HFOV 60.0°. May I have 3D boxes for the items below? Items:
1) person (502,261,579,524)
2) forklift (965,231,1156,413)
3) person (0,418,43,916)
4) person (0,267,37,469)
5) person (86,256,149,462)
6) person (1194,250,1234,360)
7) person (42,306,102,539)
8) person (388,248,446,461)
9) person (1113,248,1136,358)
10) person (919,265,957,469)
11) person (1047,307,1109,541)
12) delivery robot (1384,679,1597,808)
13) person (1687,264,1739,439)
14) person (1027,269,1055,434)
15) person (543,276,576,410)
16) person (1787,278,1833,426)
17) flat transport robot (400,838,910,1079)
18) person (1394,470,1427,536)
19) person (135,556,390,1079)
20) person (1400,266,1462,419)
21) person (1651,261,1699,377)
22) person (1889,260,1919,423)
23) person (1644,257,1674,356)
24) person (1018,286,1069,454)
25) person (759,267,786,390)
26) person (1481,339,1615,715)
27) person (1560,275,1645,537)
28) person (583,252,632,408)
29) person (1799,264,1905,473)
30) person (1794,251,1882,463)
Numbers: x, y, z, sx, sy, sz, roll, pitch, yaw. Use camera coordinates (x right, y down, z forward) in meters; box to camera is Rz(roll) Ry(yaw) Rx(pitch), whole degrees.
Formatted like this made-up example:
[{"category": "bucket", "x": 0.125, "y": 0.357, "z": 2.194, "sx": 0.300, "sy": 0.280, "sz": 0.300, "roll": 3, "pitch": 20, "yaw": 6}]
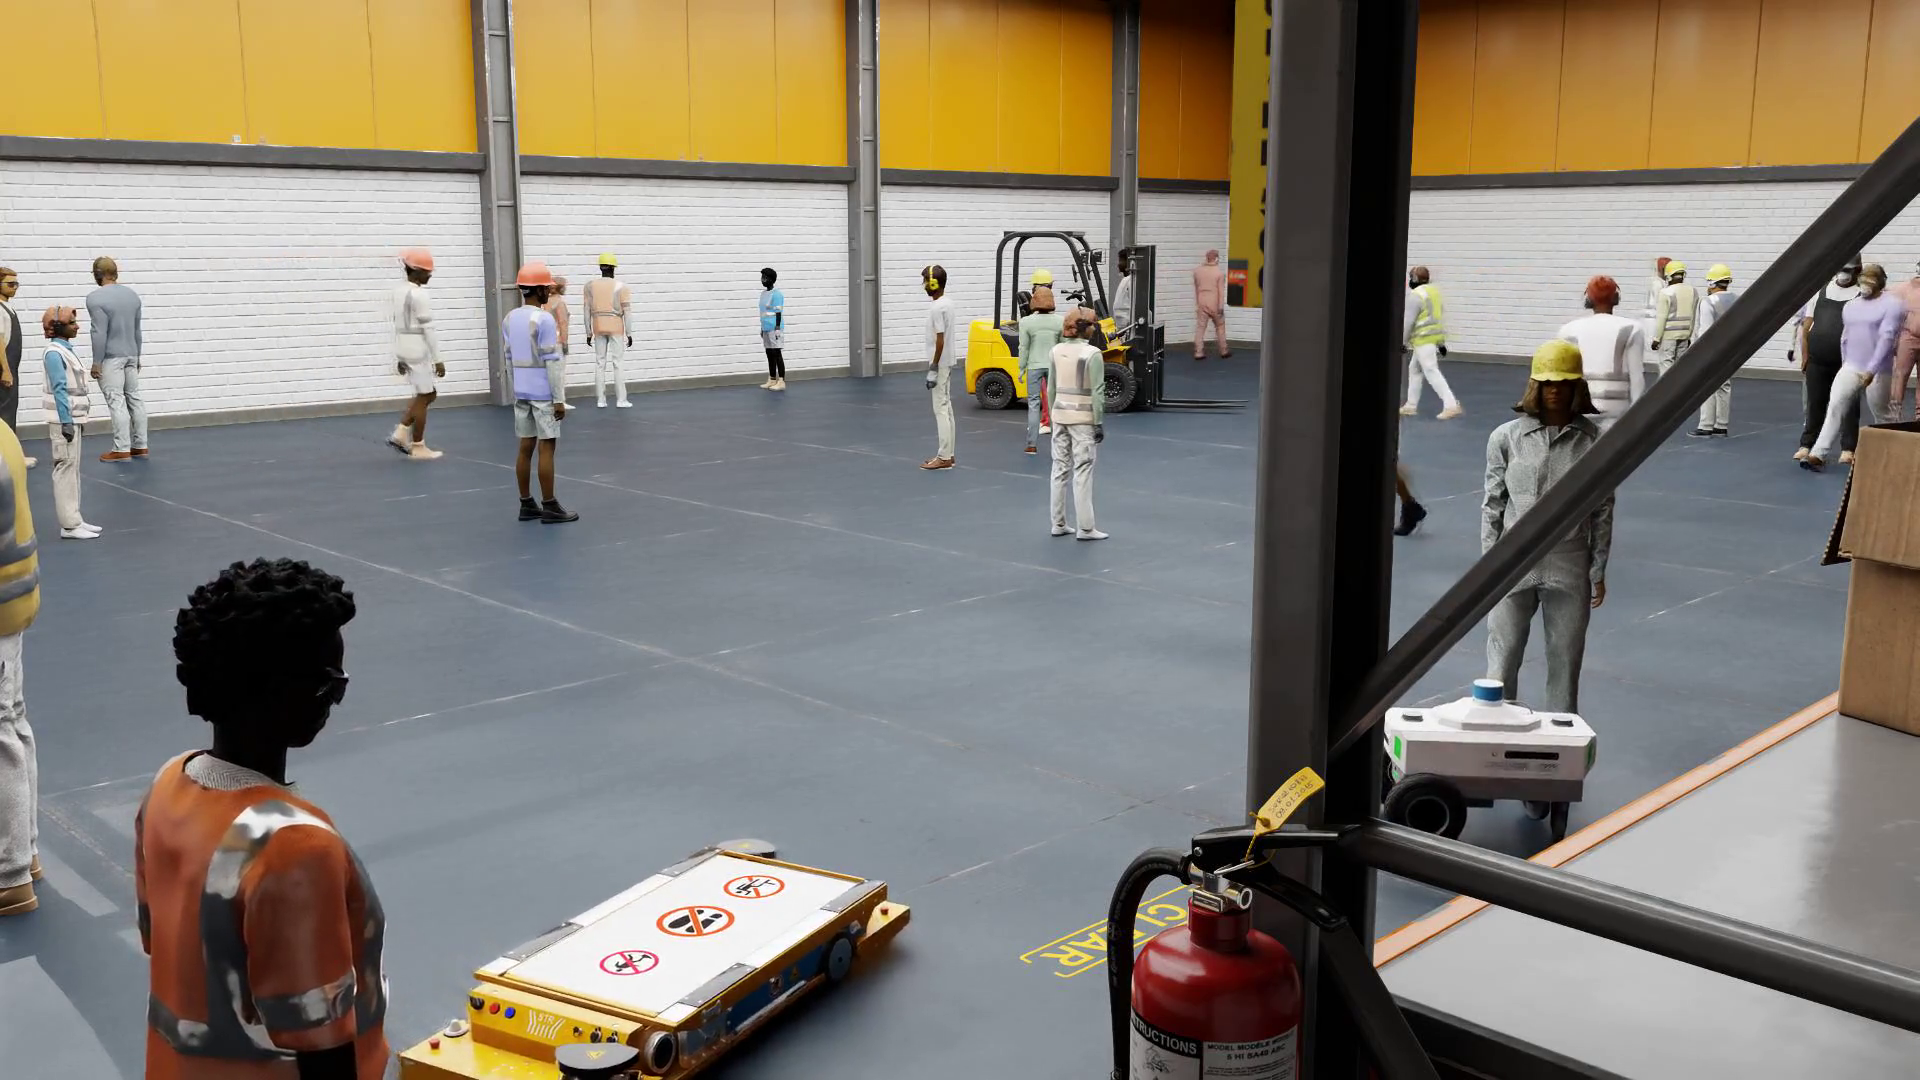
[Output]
[{"category": "person", "x": -3.129, "y": -1.089, "z": 12.360, "sx": 0.543, "sy": 1.939, "sz": 0.360, "roll": 8, "pitch": 13, "yaw": 36}, {"category": "forklift", "x": 1.222, "y": -2.721, "z": 20.561, "sx": 2.313, "sy": 2.155, "sz": 1.214, "roll": 2, "pitch": 11, "yaw": 13}, {"category": "person", "x": -3.123, "y": 0.268, "z": 5.220, "sx": 0.429, "sy": 1.845, "sz": 0.631, "roll": -4, "pitch": 11, "yaw": -22}, {"category": "person", "x": -8.739, "y": -1.573, "z": 15.259, "sx": 0.325, "sy": 1.841, "sz": 0.517, "roll": -5, "pitch": 11, "yaw": -23}, {"category": "person", "x": -7.973, "y": -1.705, "z": 15.724, "sx": 0.352, "sy": 1.936, "sz": 0.635, "roll": 2, "pitch": 11, "yaw": 12}, {"category": "person", "x": 4.385, "y": -4.053, "z": 28.728, "sx": 0.647, "sy": 1.870, "sz": 0.925, "roll": 8, "pitch": 13, "yaw": 38}, {"category": "person", "x": -6.299, "y": -0.828, "z": 11.748, "sx": 0.310, "sy": 1.642, "sz": 0.514, "roll": -4, "pitch": 11, "yaw": -21}, {"category": "person", "x": -5.112, "y": -1.745, "z": 15.729, "sx": 0.457, "sy": 2.018, "sz": 0.602, "roll": -8, "pitch": 13, "yaw": -36}, {"category": "person", "x": 2.181, "y": -2.828, "z": 21.766, "sx": 0.367, "sy": 1.966, "sz": 0.606, "roll": -1, "pitch": 10, "yaw": -8}, {"category": "person", "x": -0.204, "y": -1.572, "z": 15.200, "sx": 0.328, "sy": 1.865, "sz": 0.520, "roll": 2, "pitch": 11, "yaw": 11}, {"category": "person", "x": 0.812, "y": -0.814, "z": 11.685, "sx": 0.315, "sy": 1.636, "sz": 0.515, "roll": -9, "pitch": 14, "yaw": -40}, {"category": "delivery robot", "x": 1.869, "y": 0.739, "z": 5.911, "sx": 0.707, "sy": 0.478, "sz": 0.477, "roll": 1, "pitch": 11, "yaw": 6}, {"category": "person", "x": 7.948, "y": -1.984, "z": 17.531, "sx": 0.600, "sy": 1.829, "sz": 0.404, "roll": -6, "pitch": 12, "yaw": -28}, {"category": "person", "x": 0.886, "y": -2.023, "z": 17.926, "sx": 0.312, "sy": 1.768, "sz": 0.530, "roll": -1, "pitch": 10, "yaw": -3}, {"category": "person", "x": -4.951, "y": -2.418, "z": 20.430, "sx": 0.310, "sy": 1.636, "sz": 0.522, "roll": -7, "pitch": 13, "yaw": -34}, {"category": "person", "x": 9.428, "y": -2.147, "z": 18.253, "sx": 0.615, "sy": 1.882, "sz": 0.956, "roll": 5, "pitch": 12, "yaw": 27}, {"category": "flat transport robot", "x": -0.770, "y": 1.171, "z": 4.587, "sx": 0.652, "sy": 0.197, "sz": 1.431, "roll": 5, "pitch": 12, "yaw": 27}, {"category": "person", "x": 2.859, "y": -0.929, "z": 11.623, "sx": 0.968, "sy": 1.903, "sz": 0.547, "roll": -5, "pitch": 11, "yaw": -24}, {"category": "person", "x": -0.979, "y": 0.862, "z": 2.388, "sx": 0.319, "sy": 1.692, "sz": 0.539, "roll": -10, "pitch": 14, "yaw": -43}, {"category": "person", "x": 5.556, "y": -2.319, "z": 19.542, "sx": 0.882, "sy": 1.785, "sz": 0.646, "roll": 8, "pitch": 13, "yaw": 36}, {"category": "person", "x": 8.722, "y": -2.499, "z": 20.369, "sx": 0.588, "sy": 1.822, "sz": 0.403, "roll": -4, "pitch": 11, "yaw": -21}, {"category": "person", "x": 10.790, "y": -2.233, "z": 18.683, "sx": 0.639, "sy": 1.910, "sz": 0.407, "roll": 2, "pitch": 11, "yaw": 11}, {"category": "person", "x": 9.722, "y": -3.043, "z": 23.323, "sx": 0.988, "sy": 1.845, "sz": 0.570, "roll": 7, "pitch": 13, "yaw": 35}, {"category": "person", "x": 0.814, "y": -1.650, "z": 16.243, "sx": 0.507, "sy": 1.636, "sz": 0.275, "roll": -1, "pitch": 10, "yaw": -8}, {"category": "person", "x": -2.606, "y": -2.916, "z": 23.000, "sx": 0.319, "sy": 1.691, "sz": 0.535, "roll": -7, "pitch": 12, "yaw": -32}, {"category": "person", "x": 2.239, "y": 0.107, "z": 6.372, "sx": 0.484, "sy": 1.744, "sz": 0.295, "roll": 3, "pitch": 11, "yaw": 15}, {"category": "person", "x": 4.378, "y": -0.883, "z": 11.434, "sx": 0.588, "sy": 1.864, "sz": 0.596, "roll": 7, "pitch": 12, "yaw": 33}, {"category": "person", "x": -4.336, "y": -2.584, "z": 20.551, "sx": 0.594, "sy": 1.922, "sz": 0.385, "roll": 1, "pitch": 10, "yaw": 5}, {"category": "person", "x": 8.091, "y": -1.515, "z": 14.879, "sx": 1.024, "sy": 1.886, "sz": 0.621, "roll": -5, "pitch": 11, "yaw": -25}, {"category": "person", "x": 8.264, "y": -1.745, "z": 15.659, "sx": 0.683, "sy": 2.000, "sz": 0.538, "roll": 9, "pitch": 14, "yaw": 40}]
